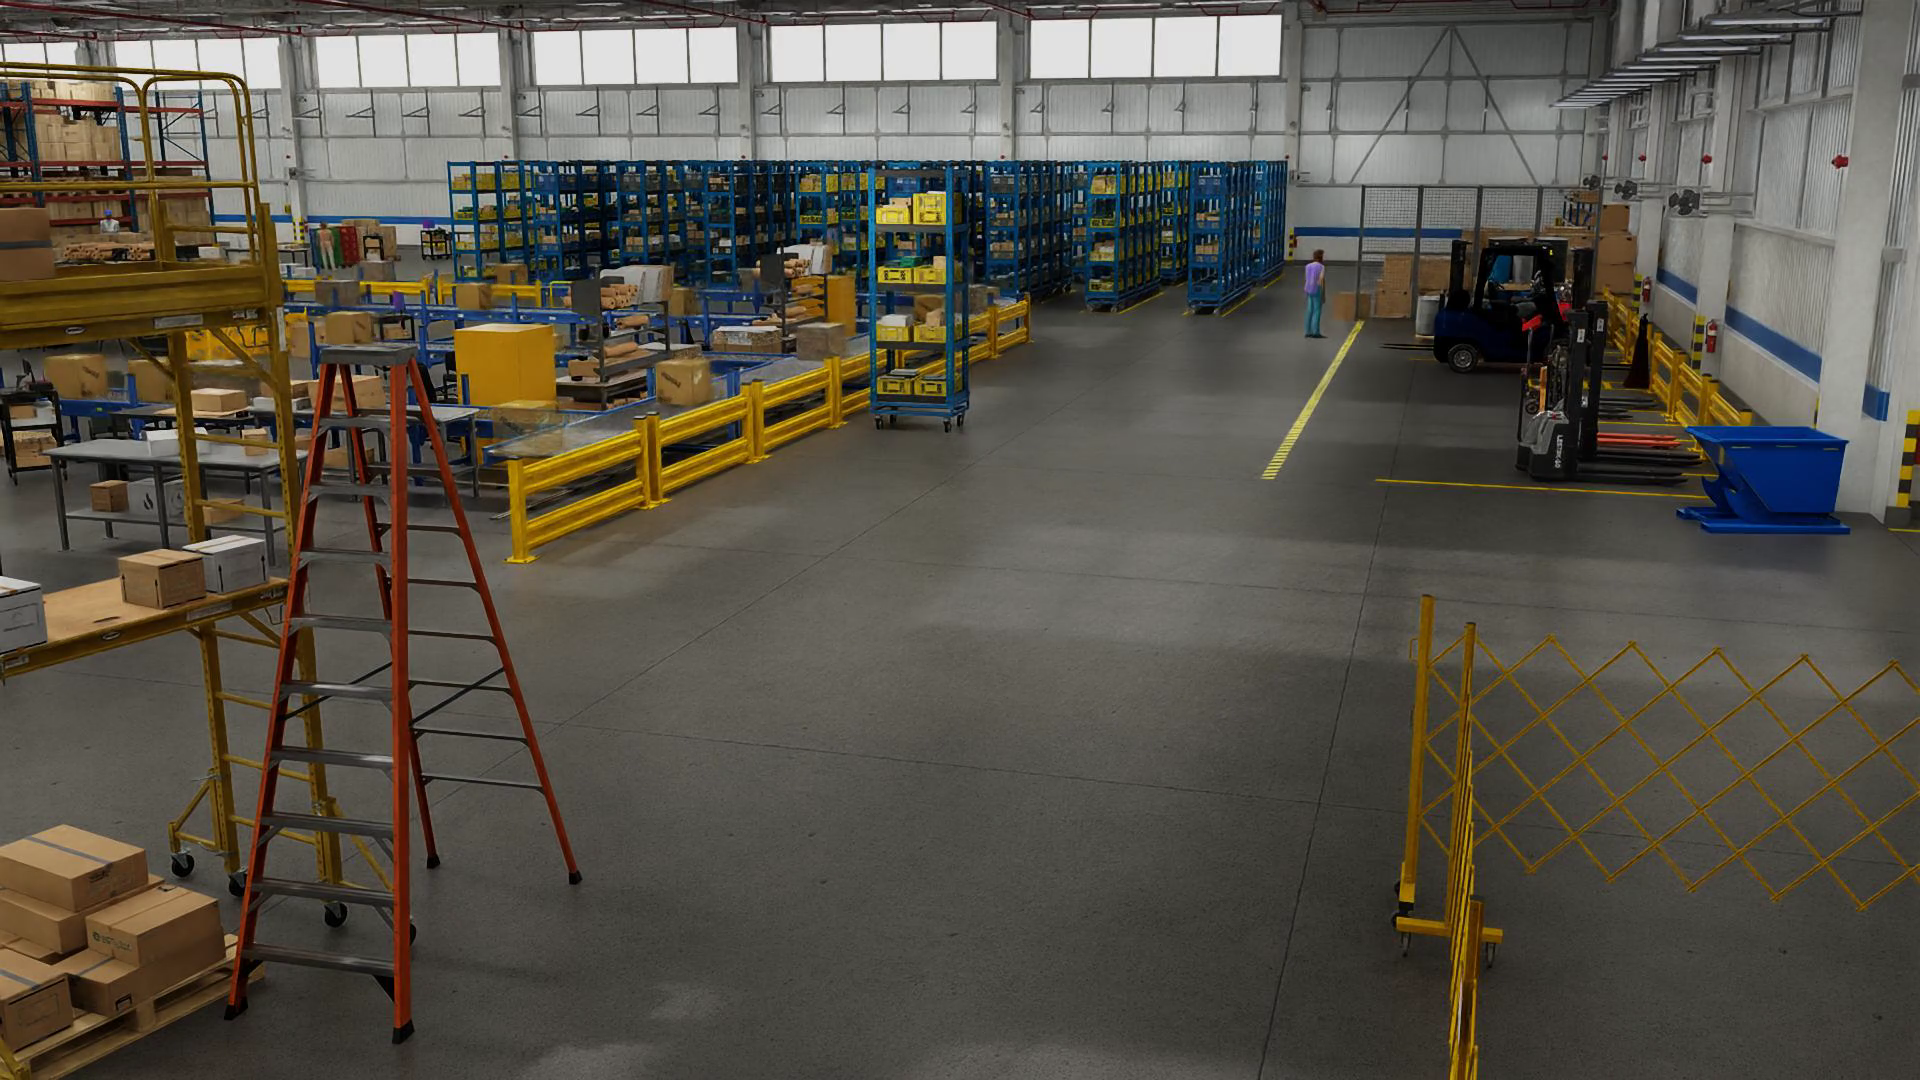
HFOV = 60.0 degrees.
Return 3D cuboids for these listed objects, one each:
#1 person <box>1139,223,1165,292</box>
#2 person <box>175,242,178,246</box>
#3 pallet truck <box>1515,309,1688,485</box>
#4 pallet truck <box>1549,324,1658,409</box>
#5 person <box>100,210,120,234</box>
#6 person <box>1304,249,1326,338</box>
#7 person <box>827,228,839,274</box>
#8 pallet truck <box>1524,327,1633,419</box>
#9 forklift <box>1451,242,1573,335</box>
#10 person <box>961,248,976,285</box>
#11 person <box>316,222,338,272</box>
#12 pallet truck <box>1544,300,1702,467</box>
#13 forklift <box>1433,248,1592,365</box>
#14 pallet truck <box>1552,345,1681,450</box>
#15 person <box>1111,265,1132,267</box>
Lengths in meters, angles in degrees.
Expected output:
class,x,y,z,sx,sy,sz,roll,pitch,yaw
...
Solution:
class,x,y,z,sx,sy,sz,roll,pitch,yaw
person,5.321,-7.895,46.367,0.745,1.976,0.621,7,15,28
person,-21.439,-7.537,45.189,0.834,1.803,0.599,3,13,14
pallet truck,7.554,-1.677,19.446,1.885,1.965,0.823,3,13,14
pallet truck,9.824,-2.669,25.407,1.601,1.201,0.680,4,14,16
person,-28.848,-10.230,56.495,0.612,1.947,0.388,-5,14,-22
person,7.407,-5.137,34.726,0.373,1.840,0.571,-7,15,-29
person,-3.752,-8.724,49.874,0.797,2.011,0.630,5,14,20
pallet truck,9.065,-2.460,24.370,1.522,1.261,0.704,3,13,14
forklift,10.464,-4.597,31.405,2.680,1.987,1.157,4,14,16
person,0.158,-5.619,36.988,0.427,1.751,0.551,7,15,29
person,-20.796,-9.596,54.500,0.556,1.612,0.338,-5,14,-19
pallet truck,8.263,-1.952,20.631,1.885,1.965,0.823,5,14,20
forklift,9.780,-4.111,29.280,2.680,1.987,1.157,3,13,14
pallet truck,8.641,-1.896,21.908,1.630,1.274,0.653,4,14,16
person,5.352,-9.964,55.878,0.897,1.704,0.562,6,14,23
